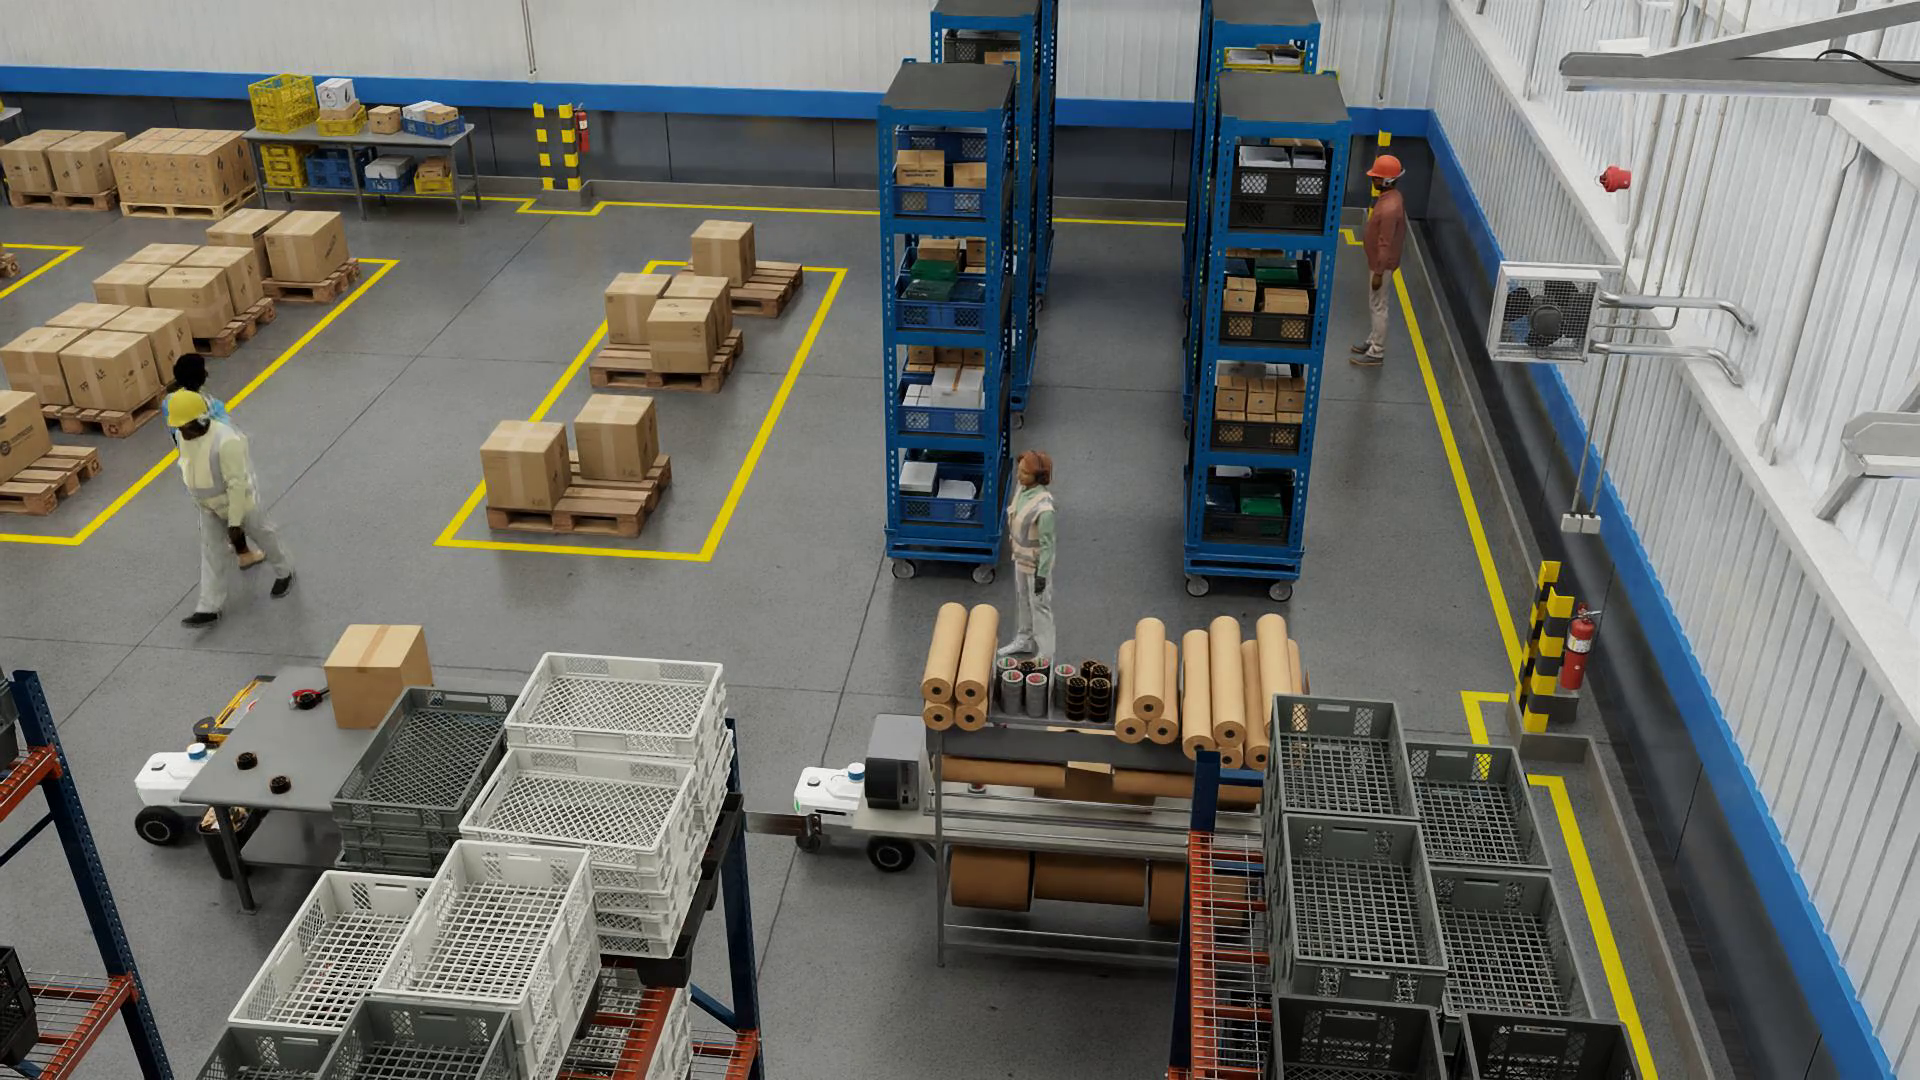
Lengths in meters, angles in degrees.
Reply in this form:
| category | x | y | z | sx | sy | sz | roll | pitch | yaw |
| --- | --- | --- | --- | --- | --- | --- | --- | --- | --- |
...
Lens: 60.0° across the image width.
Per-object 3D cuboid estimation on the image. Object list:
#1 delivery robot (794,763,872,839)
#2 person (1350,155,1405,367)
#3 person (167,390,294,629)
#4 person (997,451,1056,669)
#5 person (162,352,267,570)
| category | x | y | z | sx | sy | sz | roll | pitch | yaw |
| --- | --- | --- | --- | --- | --- | --- | --- | --- | --- |
| delivery robot | -0.597 | 1.516 | 9.672 | 0.707 | 0.478 | 0.477 | 5 | 31 | 8 |
| person | 3.867 | -2.583 | 15.398 | 0.408 | 1.986 | 0.613 | 7 | 31 | 11 |
| person | -5.149 | -0.250 | 11.601 | 0.608 | 1.769 | 0.957 | 12 | 32 | 20 |
| person | 0.470 | 0.155 | 11.051 | 0.419 | 1.639 | 0.537 | -10 | 32 | -17 |
| person | -5.500 | -0.573 | 12.221 | 0.540 | 1.695 | 0.317 | 9 | 31 | 15 |
